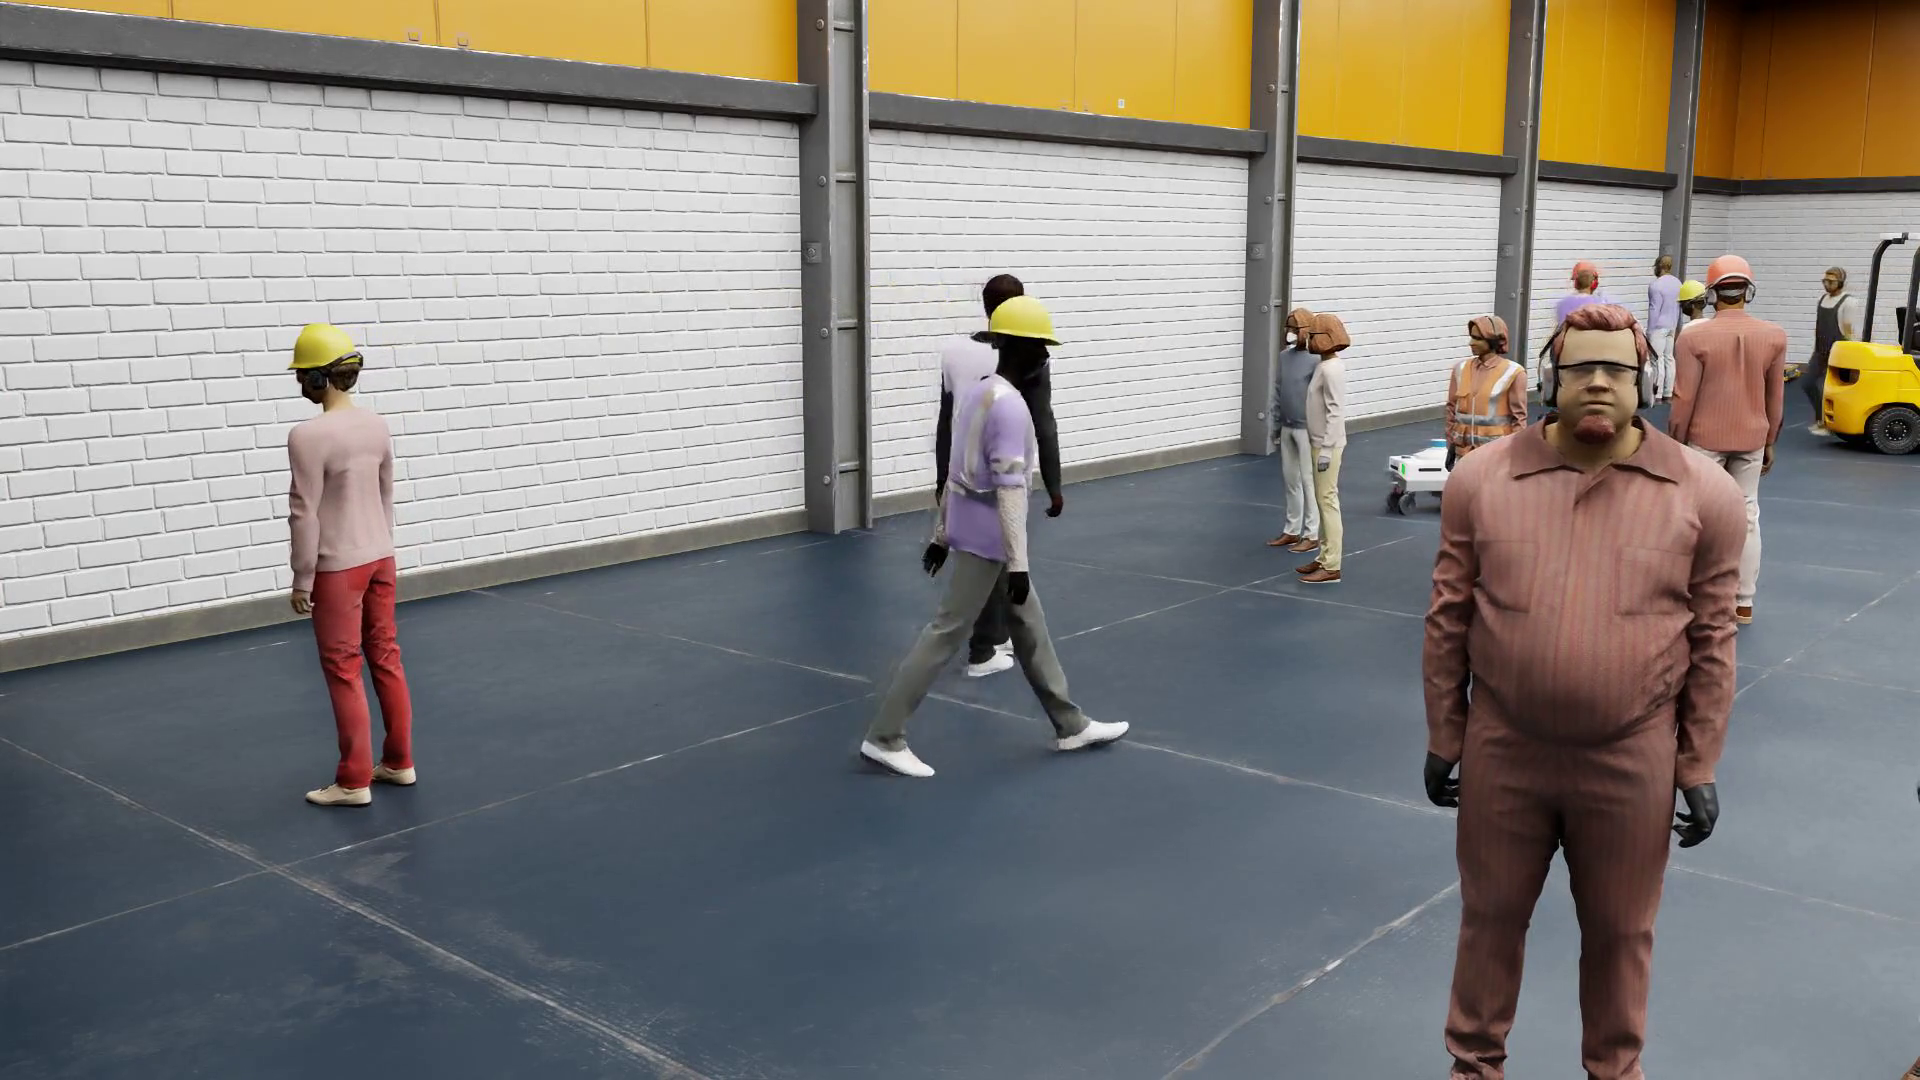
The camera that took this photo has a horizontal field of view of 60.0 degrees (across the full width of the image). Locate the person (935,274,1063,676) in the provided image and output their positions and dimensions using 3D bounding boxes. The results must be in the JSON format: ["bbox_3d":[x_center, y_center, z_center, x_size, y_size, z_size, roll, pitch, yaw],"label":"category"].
[{"bbox_3d":[0.237,-0.314,7.985,0.631,1.895,0.691,8,13,39],"label":"person"}]

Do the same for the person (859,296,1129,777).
[{"bbox_3d":[0.115,-0.017,6.474,1.117,1.851,0.602,-1,10,-6],"label":"person"}]

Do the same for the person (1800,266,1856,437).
[{"bbox_3d":[9.317,-2.012,17.865,0.410,1.827,0.543,-2,10,-14],"label":"person"}]

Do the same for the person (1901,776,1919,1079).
[{"bbox_3d":[2.480,0.551,3.824,0.497,1.633,0.283,8,13,37],"label":"person"}]

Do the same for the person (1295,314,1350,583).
[{"bbox_3d":[2.211,-0.555,10.123,0.267,1.632,0.509,1,10,8],"label":"person"}]

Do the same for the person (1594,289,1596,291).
[{"bbox_3d":[7.715,-2.406,20.511,0.532,1.691,0.321,3,10,14],"label":"person"}]

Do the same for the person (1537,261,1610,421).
[{"bbox_3d":[6.910,-2.148,18.498,1.043,1.869,0.559,-8,13,-37],"label":"person"}]

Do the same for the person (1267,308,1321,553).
[{"bbox_3d":[2.273,-0.733,11.153,0.291,1.633,0.506,-4,11,-24],"label":"person"}]

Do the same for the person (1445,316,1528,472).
[{"bbox_3d":[3.071,-0.491,9.752,0.315,1.636,0.514,-8,13,-38],"label":"person"}]

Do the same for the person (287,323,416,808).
[{"bbox_3d":[-2.256,0.093,6.086,0.345,1.756,0.519,3,10,16],"label":"person"}]

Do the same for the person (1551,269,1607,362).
[{"bbox_3d":[6.415,-1.920,17.415,0.720,1.813,0.618,-7,12,-34],"label":"person"}]

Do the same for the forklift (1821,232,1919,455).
[{"bbox_3d":[9.955,-1.972,16.595,2.313,2.155,1.214,1,10,8],"label":"forklift"}]

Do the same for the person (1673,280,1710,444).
[{"bbox_3d":[6.009,-1.246,13.699,0.329,1.762,0.523,9,13,41],"label":"person"}]

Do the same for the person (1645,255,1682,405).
[{"bbox_3d":[9.115,-2.727,21.621,0.635,1.937,0.354,-7,12,-36],"label":"person"}]

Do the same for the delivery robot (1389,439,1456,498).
[{"bbox_3d":[3.681,-0.534,12.803,0.707,0.478,0.477,-1,10,-3],"label":"delivery robot"}]

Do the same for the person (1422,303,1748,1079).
[{"bbox_3d":[1.320,0.450,3.610,0.642,1.913,0.408,4,11,22],"label":"person"}]

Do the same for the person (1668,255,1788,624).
[{"bbox_3d":[4.104,-0.528,8.969,0.609,1.985,0.392,0,10,-2],"label":"person"}]

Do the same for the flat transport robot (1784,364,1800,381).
[{"bbox_3d":[12.446,-2.586,25.563,0.652,0.197,1.431,7,12,34],"label":"flat transport robot"}]
